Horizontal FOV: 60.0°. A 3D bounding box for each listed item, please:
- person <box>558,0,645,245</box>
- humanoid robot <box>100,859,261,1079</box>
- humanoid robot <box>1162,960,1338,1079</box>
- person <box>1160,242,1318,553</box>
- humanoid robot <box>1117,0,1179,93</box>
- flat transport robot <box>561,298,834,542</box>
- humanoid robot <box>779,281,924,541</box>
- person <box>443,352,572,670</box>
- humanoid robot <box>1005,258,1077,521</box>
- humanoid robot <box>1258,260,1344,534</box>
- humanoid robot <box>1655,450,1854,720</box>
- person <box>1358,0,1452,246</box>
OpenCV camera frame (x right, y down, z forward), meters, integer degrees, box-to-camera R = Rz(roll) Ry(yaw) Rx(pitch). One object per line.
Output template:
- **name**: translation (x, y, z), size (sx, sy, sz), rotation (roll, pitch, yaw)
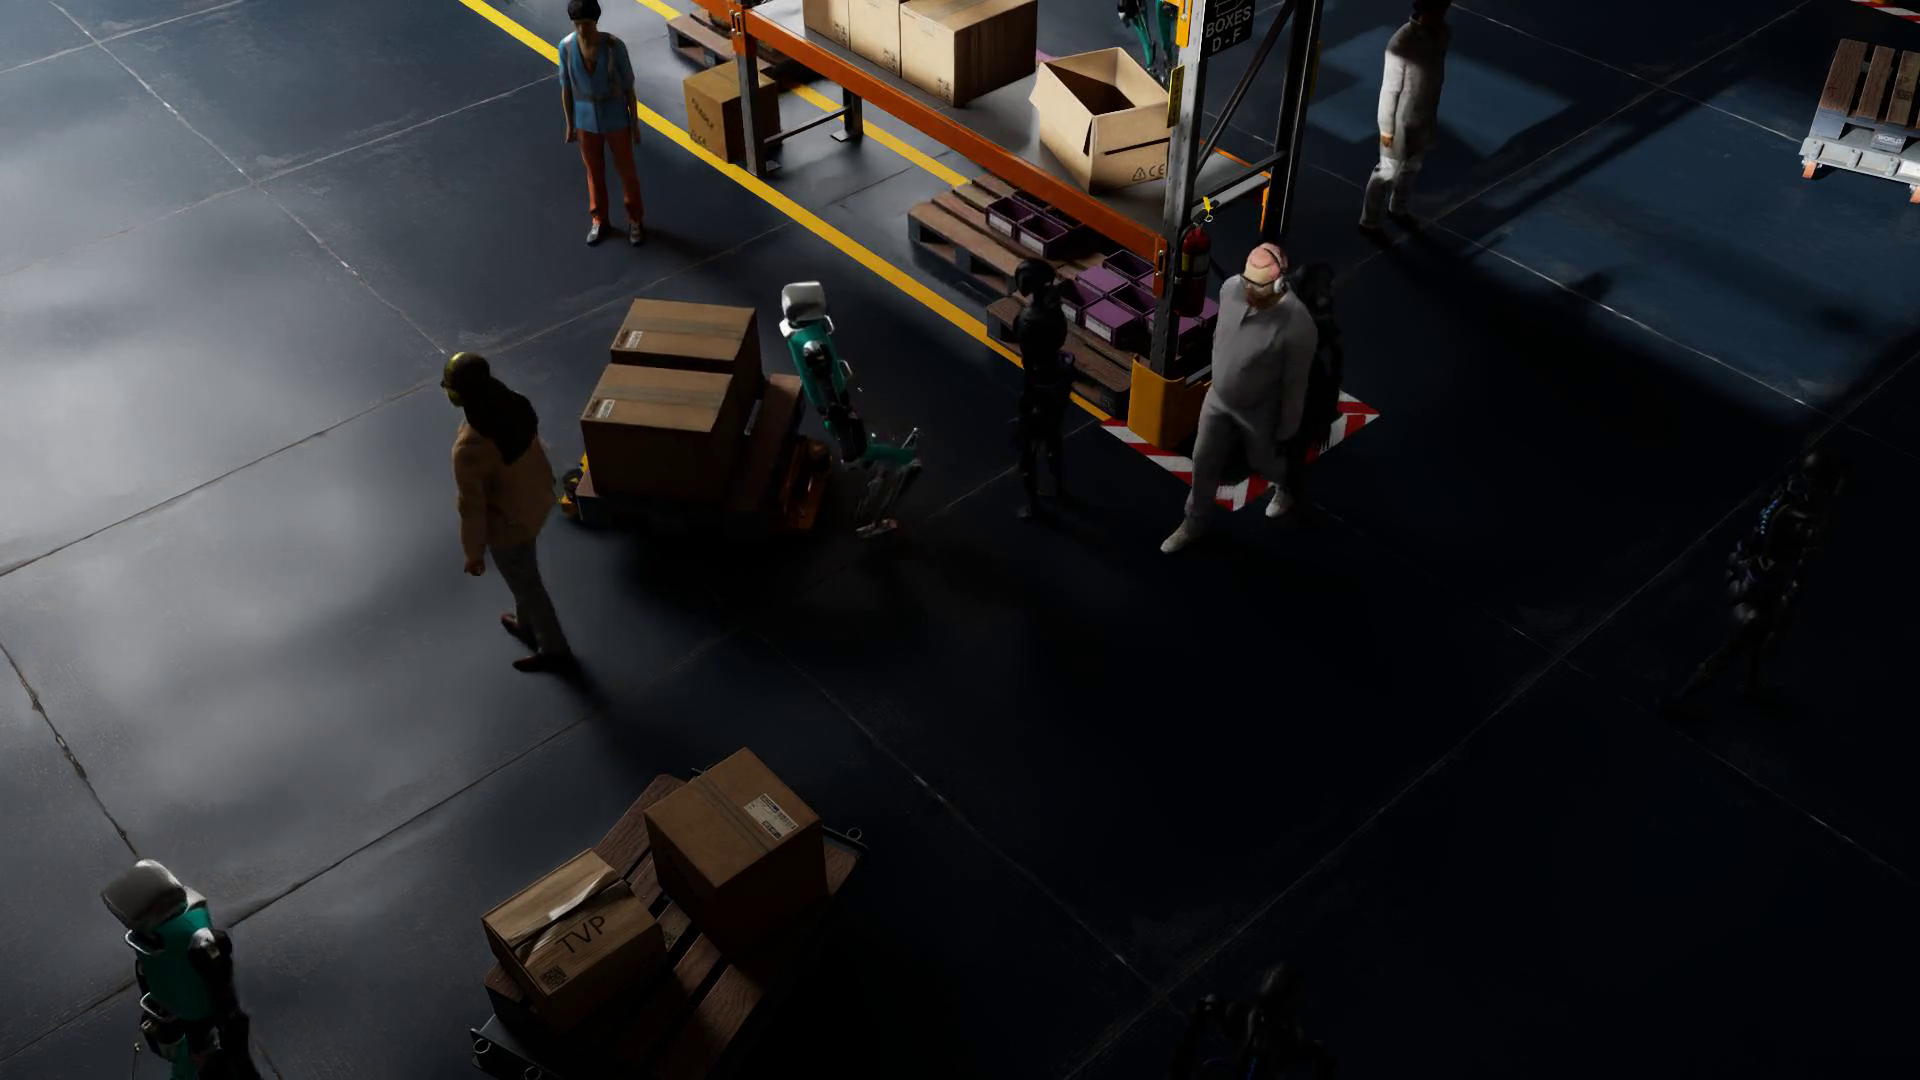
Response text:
- **person**: translation (-2.365, -2.765, 10.997), size (0.506, 1.763, 0.305), rotation (1, 43, 1)
- **humanoid robot**: translation (-2.826, 1.969, 5.860), size (0.589, 1.767, 0.880), rotation (24, 48, 24)
- **humanoid robot**: translation (1.003, 1.983, 5.932), size (0.615, 1.626, 0.761), rotation (17, 45, 17)
- **person**: translation (1.554, -0.753, 8.742), size (0.896, 1.883, 0.654), rotation (-29, 50, -28)
- **humanoid robot**: translation (1.474, -3.843, 12.225), size (0.538, 1.841, 0.745), rotation (-12, 44, -12)
- **flat transport robot**: translation (-1.488, -0.359, 9.485), size (1.431, 0.231, 0.659), rotation (6, 43, 6)
- **humanoid robot**: translation (-0.485, -0.598, 8.709), size (0.809, 1.827, 0.531), rotation (-13, 44, -14)
- **person**: translation (-2.212, -0.122, 8.051), size (0.489, 1.858, 0.613), rotation (12, 44, 13)
- **humanoid robot**: translation (0.455, -0.790, 8.921), size (0.368, 1.650, 0.613), rotation (14, 44, 14)
- **humanoid robot**: translation (1.822, -0.797, 8.921), size (0.306, 1.648, 0.608), rotation (-21, 47, -22)
- **humanoid robot**: translation (3.826, 0.237, 7.809), size (0.675, 1.633, 0.614), rotation (4, 43, 5)
- **person**: translation (2.965, -2.813, 11.012), size (0.516, 1.822, 0.364), rotation (-25, 48, -25)
